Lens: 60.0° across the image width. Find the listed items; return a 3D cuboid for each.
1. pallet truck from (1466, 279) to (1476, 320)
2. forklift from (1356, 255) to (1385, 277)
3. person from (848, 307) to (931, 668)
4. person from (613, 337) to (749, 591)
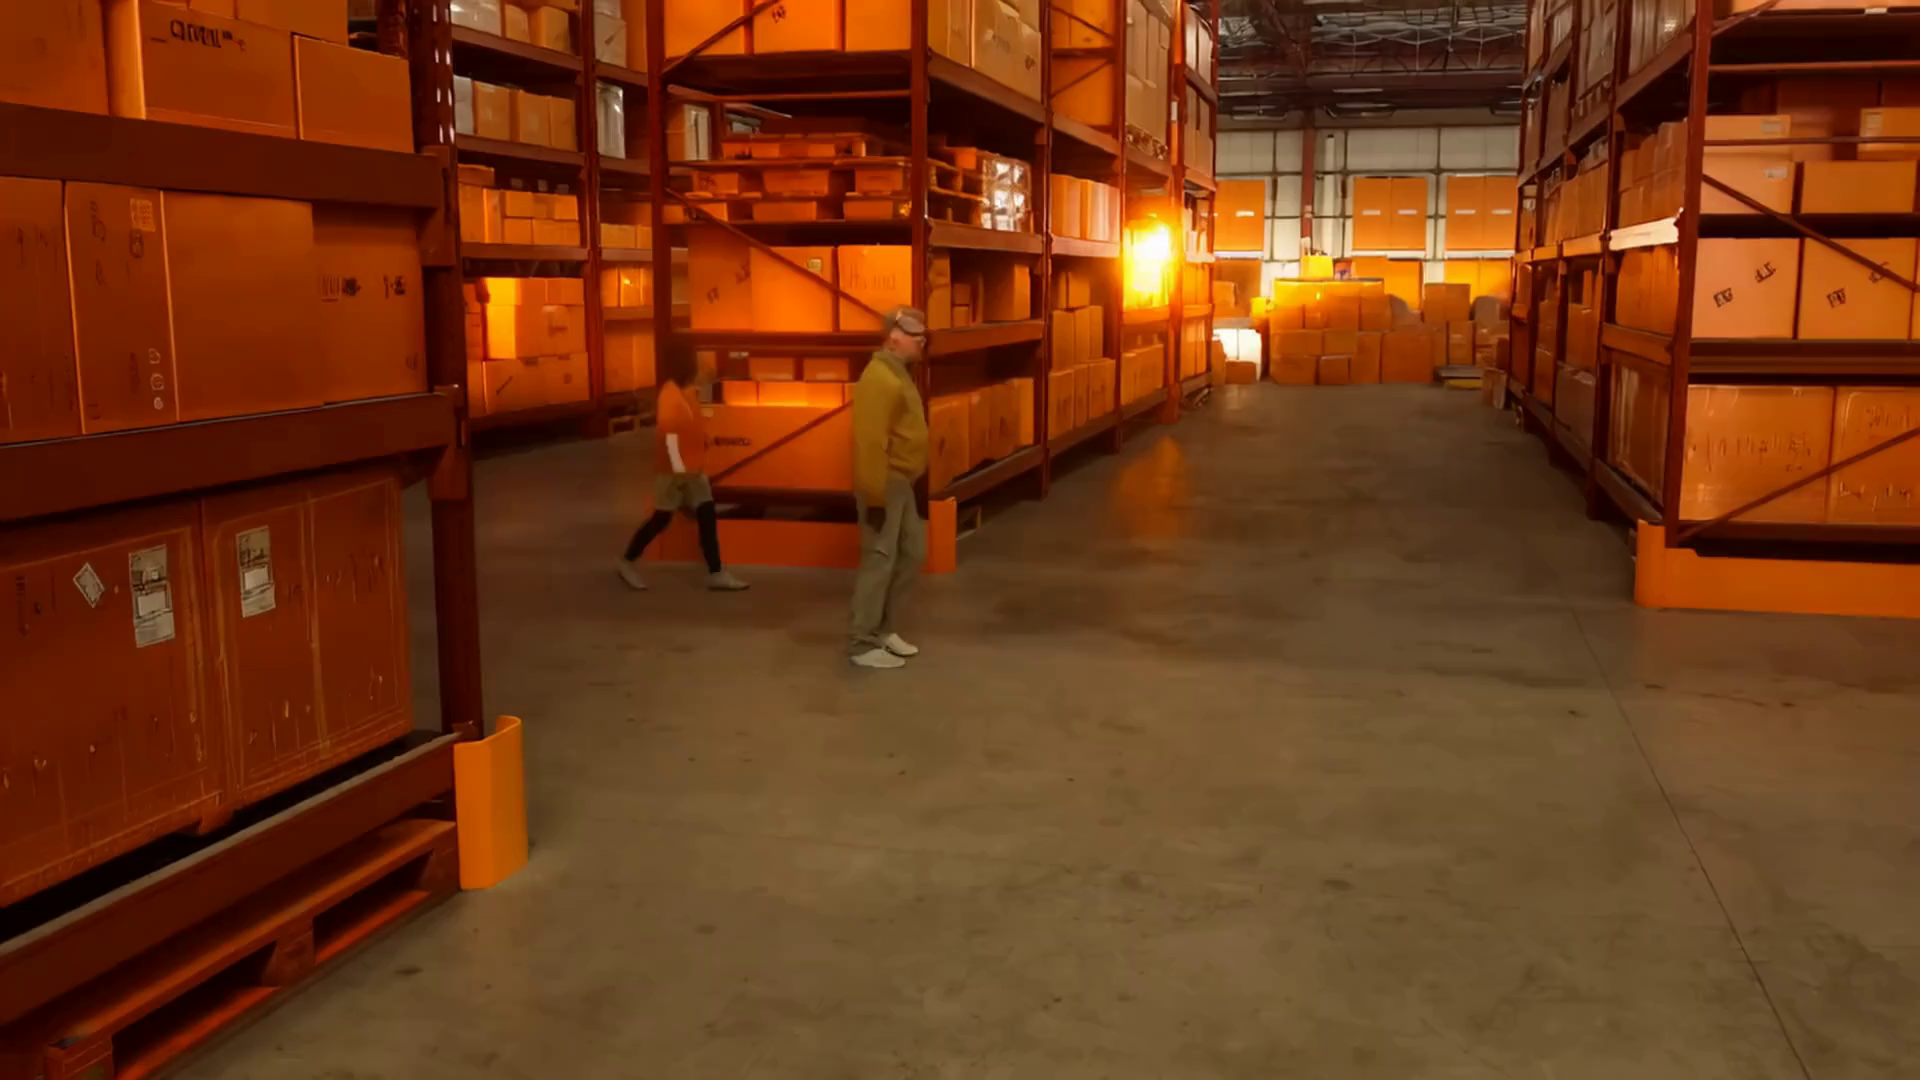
[{"bbox_3d":[18.896,-8.459,60.307,1.885,1.965,0.823,5,10,31],"label":"pallet truck"},{"bbox_3d":[14.147,-8.466,57.559,1.129,2.768,1.873,-2,9,-11],"label":"forklift"},{"bbox_3d":[-0.368,-0.265,8.661,0.433,1.880,0.655,1,9,8],"label":"person"},{"bbox_3d":[-1.841,-0.478,10.681,0.861,1.657,0.539,1,9,9],"label":"person"}]
